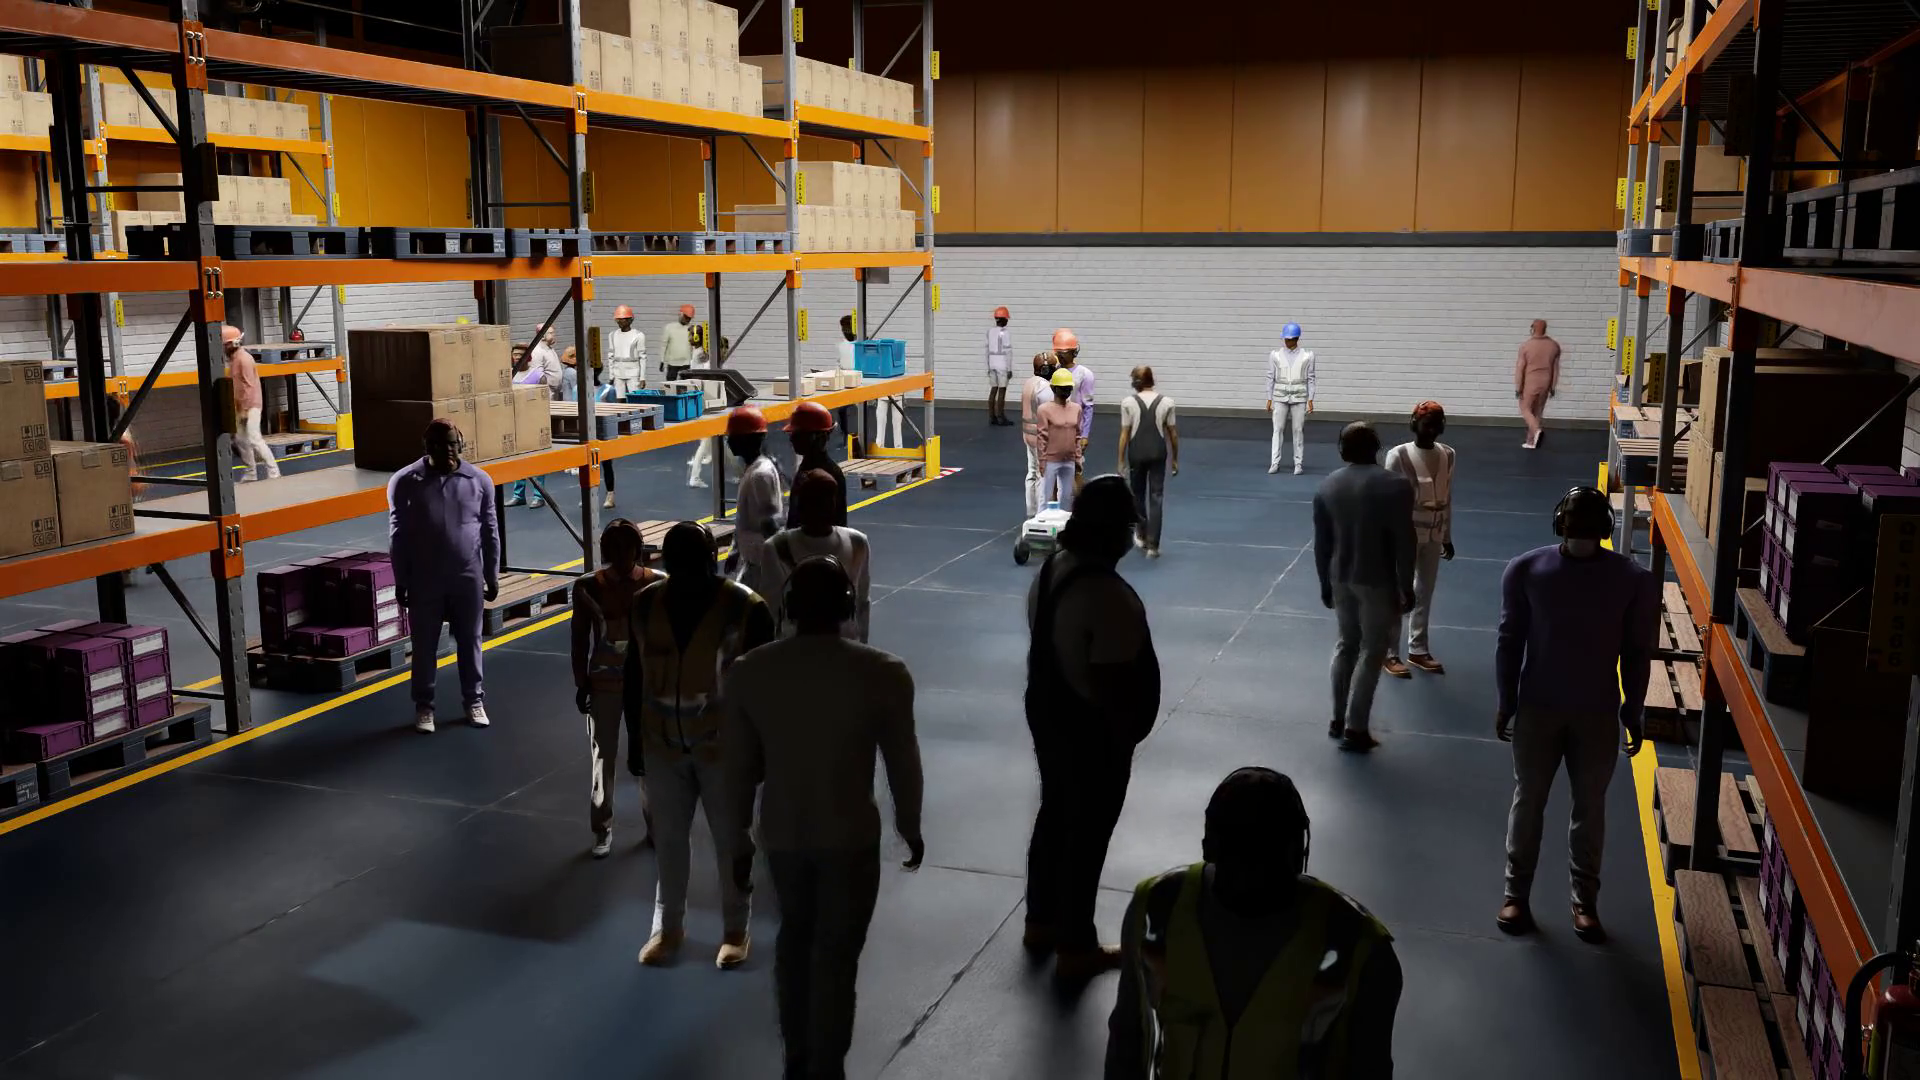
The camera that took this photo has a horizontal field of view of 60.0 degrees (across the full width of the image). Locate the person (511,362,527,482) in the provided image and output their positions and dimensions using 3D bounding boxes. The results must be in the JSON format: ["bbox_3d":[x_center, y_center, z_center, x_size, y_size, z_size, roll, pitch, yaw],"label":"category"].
[{"bbox_3d":[-5.697,-1.670,20.570,0.590,1.919,0.395,8,13,37],"label":"person"}]

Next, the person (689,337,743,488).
[{"bbox_3d":[-2.952,-1.539,20.137,0.540,1.827,0.978,8,13,39],"label":"person"}]

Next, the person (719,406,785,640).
[{"bbox_3d":[-1.378,0.102,10.621,0.807,1.908,0.556,-1,10,-6],"label":"person"}]

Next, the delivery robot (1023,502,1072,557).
[{"bbox_3d":[0.851,-0.111,15.354,0.477,0.478,0.707,5,11,24],"label":"delivery robot"}]

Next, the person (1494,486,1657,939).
[{"bbox_3d":[2.583,0.723,7.052,0.627,1.934,0.372,3,11,18],"label":"person"}]

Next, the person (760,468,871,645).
[{"bbox_3d":[-0.725,0.562,8.196,0.580,1.855,0.786,-4,11,-23],"label":"person"}]

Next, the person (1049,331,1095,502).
[{"bbox_3d":[1.091,-1.144,17.259,0.608,2.044,0.371,7,12,35],"label":"person"}]

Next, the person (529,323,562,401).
[{"bbox_3d":[-5.406,-1.892,21.843,0.410,1.913,0.643,0,10,0],"label":"person"}]

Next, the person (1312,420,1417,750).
[{"bbox_3d":[2.334,0.278,9.703,0.357,1.927,0.657,-9,14,-42],"label":"person"}]

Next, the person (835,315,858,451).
[{"bbox_3d":[-1.539,-2.212,23.571,0.601,1.934,0.599,4,11,23],"label":"person"}]

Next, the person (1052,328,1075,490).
[{"bbox_3d":[1.216,-1.557,19.871,0.361,1.940,0.543,-9,14,-42],"label":"person"}]

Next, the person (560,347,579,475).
[{"bbox_3d":[-4.936,-1.652,21.270,0.285,1.633,0.497,-6,12,-30],"label":"person"}]

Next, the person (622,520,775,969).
[{"bbox_3d":[-1.068,0.826,6.735,0.633,1.840,0.429,2,10,10],"label":"person"}]

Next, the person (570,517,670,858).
[{"bbox_3d":[-1.604,0.701,8.003,0.517,1.641,0.308,-3,11,-19],"label":"person"}]

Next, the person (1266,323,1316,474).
[{"bbox_3d":[4.219,-1.803,21.252,0.617,1.939,0.397,3,10,15],"label":"person"}]

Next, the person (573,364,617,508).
[{"bbox_3d":[-4.054,-1.191,18.522,0.539,1.694,0.318,2,10,13],"label":"person"}]

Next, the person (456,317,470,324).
[{"bbox_3d":[-7.969,-2.702,26.809,0.309,1.769,0.525,1,10,6],"label":"person"}]

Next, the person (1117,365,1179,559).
[{"bbox_3d":[1.783,-0.757,15.779,0.591,1.785,0.909,0,10,2],"label":"person"}]

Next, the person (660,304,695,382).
[{"bbox_3d":[-4.663,-2.963,27.780,0.673,1.944,0.711,-2,10,-12],"label":"person"}]

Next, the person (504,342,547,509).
[{"bbox_3d":[-4.850,-1.279,18.557,0.570,1.849,0.379,4,11,21],"label":"person"}]

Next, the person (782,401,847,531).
[{"bbox_3d":[-0.878,0.156,10.070,0.378,1.995,0.609,-5,11,-25],"label":"person"}]

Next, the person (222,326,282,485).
[{"bbox_3d":[-8.485,-1.568,19.866,0.594,1.966,0.801,-7,12,-36],"label":"person"}]

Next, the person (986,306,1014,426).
[{"bbox_3d":[0.665,-2.818,26.988,0.377,1.933,0.551,-8,13,-37],"label":"person"}]

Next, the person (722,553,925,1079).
[{"bbox_3d":[-0.435,0.982,5.638,0.642,1.912,0.763,2,10,11],"label":"person"}]

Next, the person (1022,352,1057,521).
[{"bbox_3d":[0.857,-0.986,16.934,0.429,1.843,0.629,-3,11,-17],"label":"person"}]

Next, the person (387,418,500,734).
[{"bbox_3d":[-3.093,0.212,10.040,0.646,1.902,0.400,-5,11,-25],"label":"person"}]

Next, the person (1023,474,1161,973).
[{"bbox_3d":[0.549,0.720,6.762,0.544,2.000,0.693,-4,11,-21],"label":"person"}]

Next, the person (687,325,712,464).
[{"bbox_3d":[-3.492,-1.941,22.242,0.328,1.868,0.509,1,10,4],"label":"person"}]

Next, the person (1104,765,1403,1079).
[{"bbox_3d":[0.604,1.381,3.598,0.627,1.846,0.429,4,11,21],"label":"person"}]

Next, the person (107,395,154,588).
[{"bbox_3d":[-7.113,-0.422,14.194,0.474,1.680,0.542,-8,13,-37],"label":"person"}]

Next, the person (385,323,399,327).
[{"bbox_3d":[-7.398,-1.886,21.820,0.652,1.905,0.409,2,10,13],"label":"person"}]

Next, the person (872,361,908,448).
[{"bbox_3d":[-0.965,-1.928,22.815,0.513,1.638,0.307,-1,10,-6],"label":"person"}]

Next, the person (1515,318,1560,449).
[{"bbox_3d":[8.207,-2.199,23.642,0.650,1.887,0.709,-2,10,-10],"label":"person"}]

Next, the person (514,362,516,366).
[{"bbox_3d":[-5.698,-1.675,20.567,0.542,1.929,0.368,5,11,26],"label":"person"}]

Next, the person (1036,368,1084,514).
[{"bbox_3d":[0.951,-0.745,15.787,0.523,1.769,0.322,-7,12,-33],"label":"person"}]

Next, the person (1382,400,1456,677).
[{"bbox_3d":[3.125,-0.012,11.330,0.578,1.881,0.346,-5,11,-25],"label":"person"}]

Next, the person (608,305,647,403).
[{"bbox_3d":[-4.897,-2.419,24.433,0.606,2.045,0.389,4,11,19],"label":"person"}]
